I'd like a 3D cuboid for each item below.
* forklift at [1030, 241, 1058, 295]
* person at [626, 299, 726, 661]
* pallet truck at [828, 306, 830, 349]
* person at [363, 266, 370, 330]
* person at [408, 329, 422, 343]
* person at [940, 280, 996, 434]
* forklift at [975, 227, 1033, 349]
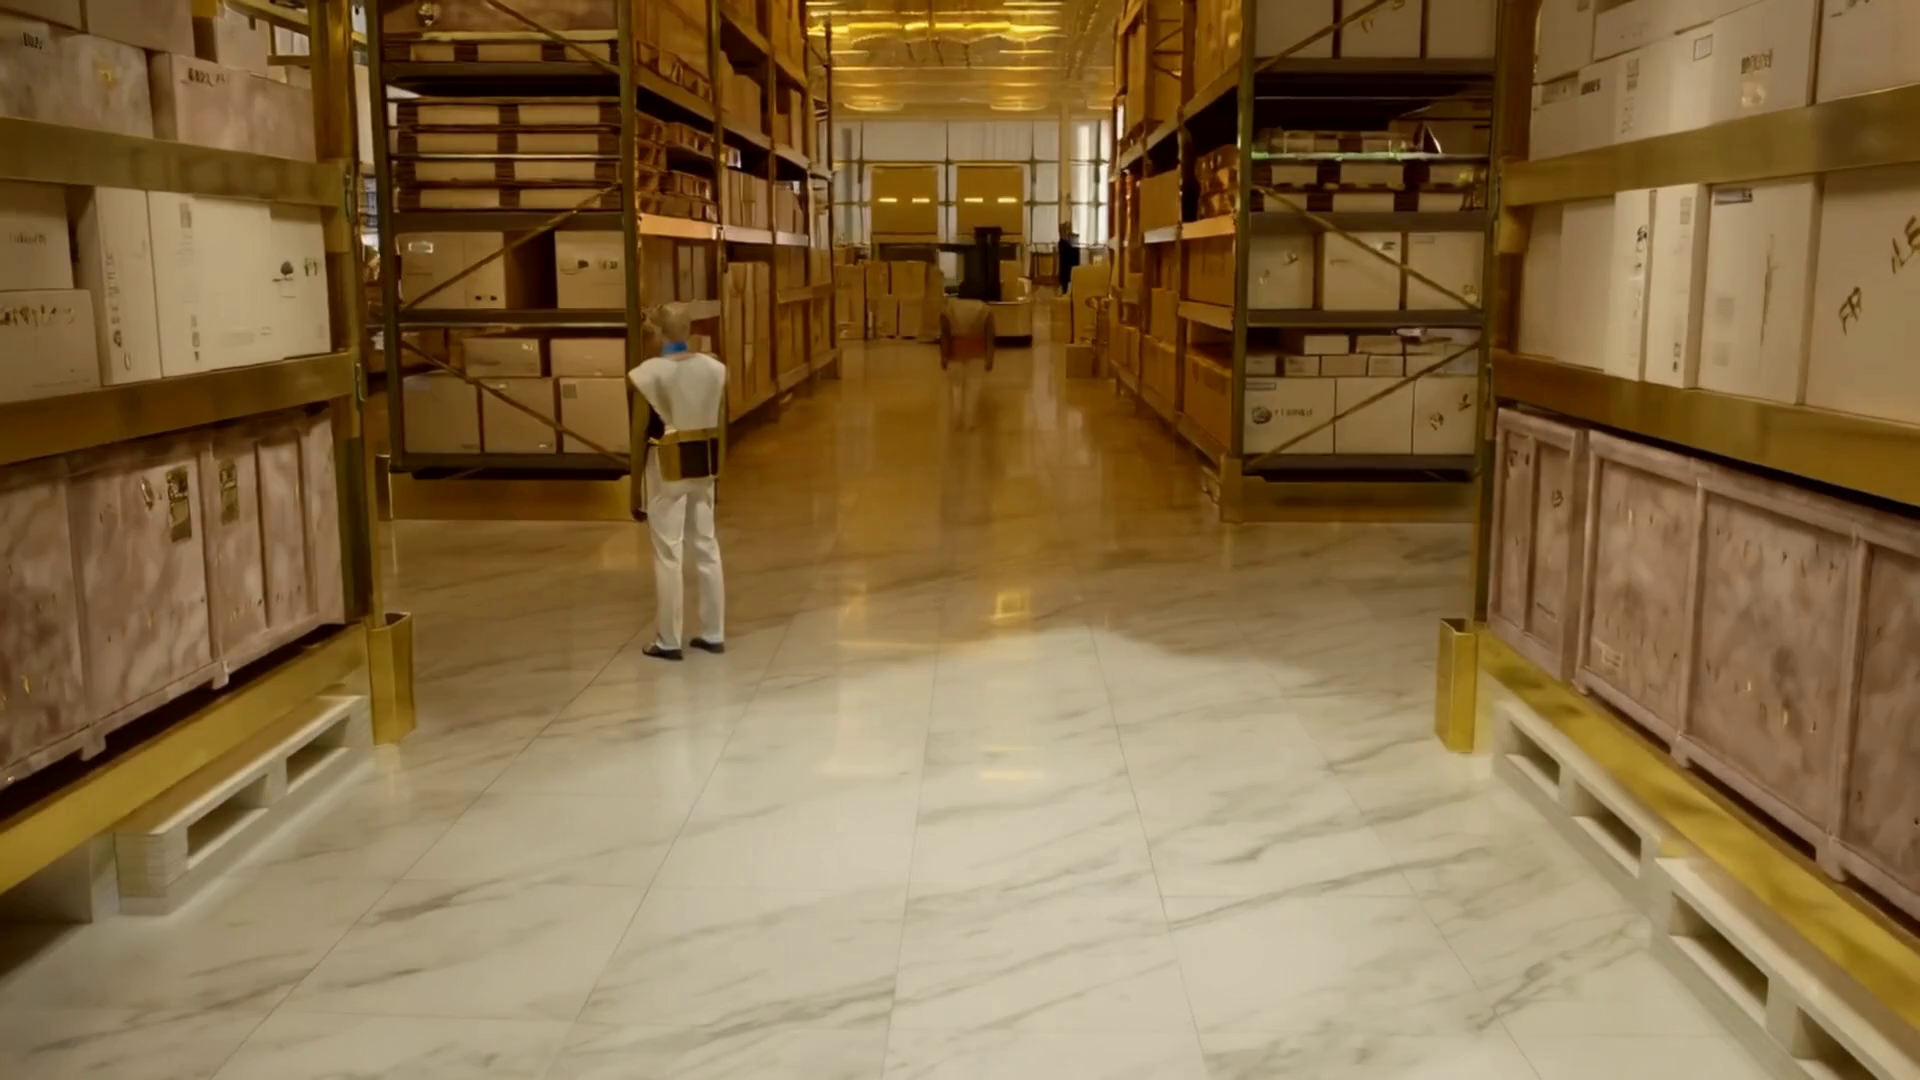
[{"bbox_3d":[3.226,-10.111,64.124,1.129,2.768,1.873,0,9,1],"label":"forklift"},{"bbox_3d":[-1.422,-0.294,8.458,0.566,1.840,0.395,-9,13,-42],"label":"person"},{"bbox_3d":[-3.100,-3.940,29.800,1.885,1.965,0.823,3,10,19],"label":"pallet truck"},{"bbox_3d":[-11.294,-4.138,31.141,0.556,1.949,0.624,0,9,3],"label":"person"},{"bbox_3d":[-13.700,-5.935,41.933,0.635,1.936,0.355,3,10,19],"label":"person"},{"bbox_3d":[0.109,-2.198,19.919,0.650,1.810,0.829,1,10,7],"label":"person"},{"bbox_3d":[0.667,-5.872,38.734,1.873,2.768,1.129,4,10,23],"label":"forklift"}]
